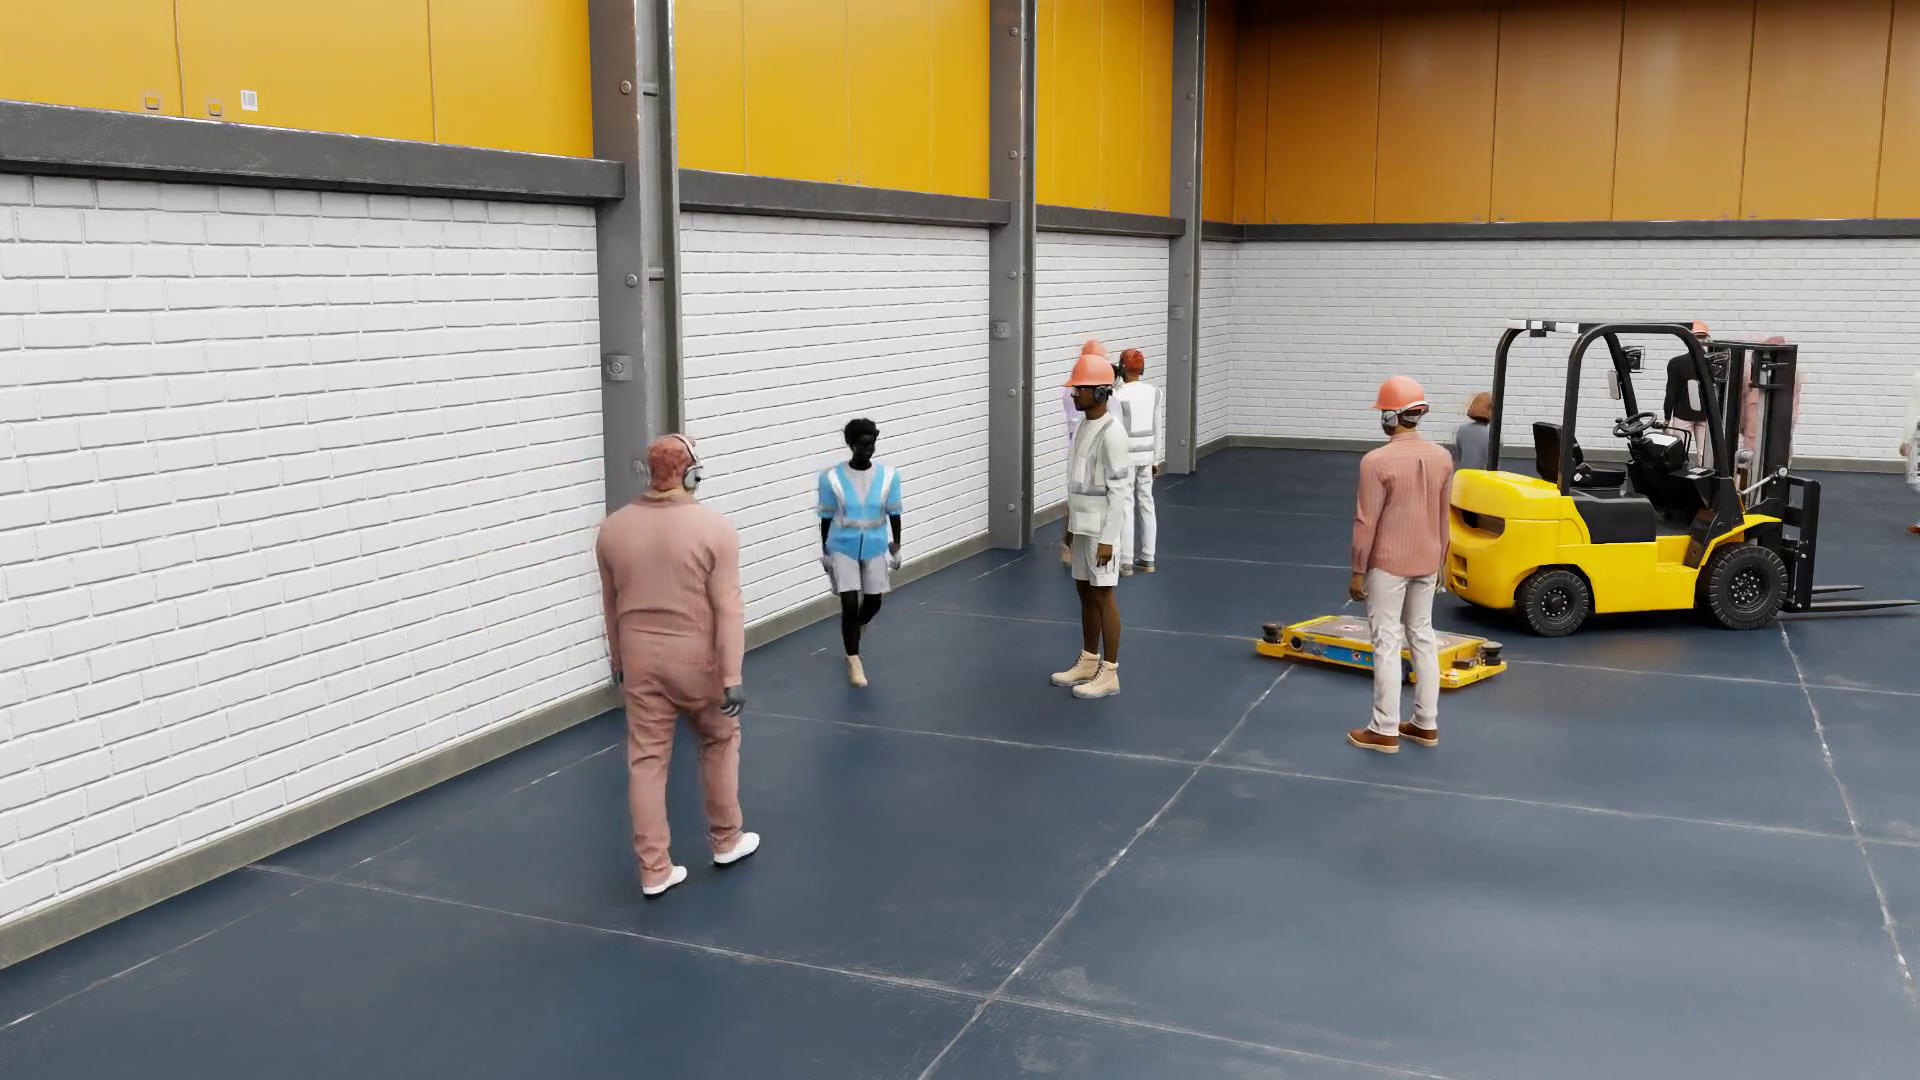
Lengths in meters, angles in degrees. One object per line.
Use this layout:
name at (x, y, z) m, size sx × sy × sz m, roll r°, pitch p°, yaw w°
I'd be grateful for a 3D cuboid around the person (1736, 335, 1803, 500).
person at (8.225, -1.161, 16.999) m, size 0.640 × 1.868 × 0.863 m, roll 9°, pitch 13°, yaw 43°

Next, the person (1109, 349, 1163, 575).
person at (1.429, -0.648, 13.845) m, size 0.576 × 1.881 × 0.352 m, roll -6°, pitch 11°, yaw -31°

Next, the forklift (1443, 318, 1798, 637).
forklift at (4.706, -0.497, 11.990) m, size 2.313 × 2.155 × 1.214 m, roll -2°, pitch 10°, yaw -10°

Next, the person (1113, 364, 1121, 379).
person at (1.350, -0.747, 15.038) m, size 0.532 × 1.691 × 0.321 m, roll -1°, pitch 9°, yaw -3°

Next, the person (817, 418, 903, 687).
person at (-0.643, 0.044, 10.343) m, size 0.539 × 1.666 × 0.634 m, roll -3°, pitch 10°, yaw -15°

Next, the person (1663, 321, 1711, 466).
person at (7.679, -1.291, 17.427) m, size 0.608 × 1.987 × 0.388 m, roll 1°, pitch 9°, yaw 6°

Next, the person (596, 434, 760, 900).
person at (-1.127, 0.493, 6.924) m, size 0.680 × 1.876 × 0.814 m, roll 3°, pitch 10°, yaw 17°

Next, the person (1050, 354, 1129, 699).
person at (0.781, -0.081, 9.928) m, size 0.372 × 2.044 × 0.608 m, roll -3°, pitch 10°, yaw -19°

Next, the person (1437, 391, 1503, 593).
person at (4.007, -0.371, 13.025) m, size 0.821 × 1.597 × 0.502 m, roll -5°, pitch 11°, yaw -28°

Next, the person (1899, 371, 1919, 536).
person at (9.131, -0.937, 15.492) m, size 0.644 × 1.919 × 0.693 m, roll -2°, pitch 10°, yaw -12°

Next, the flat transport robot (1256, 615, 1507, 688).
flat transport robot at (2.677, 0.686, 10.632) m, size 1.431 × 0.197 × 0.652 m, roll 9°, pitch 13°, yaw 44°

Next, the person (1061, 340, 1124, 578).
person at (1.123, -0.674, 13.776) m, size 0.641 × 1.974 × 0.886 m, roll -4°, pitch 10°, yaw -25°

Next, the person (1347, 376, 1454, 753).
person at (2.334, 0.124, 8.853) m, size 0.617 × 1.988 × 0.404 m, roll -5°, pitch 11°, yaw -28°
